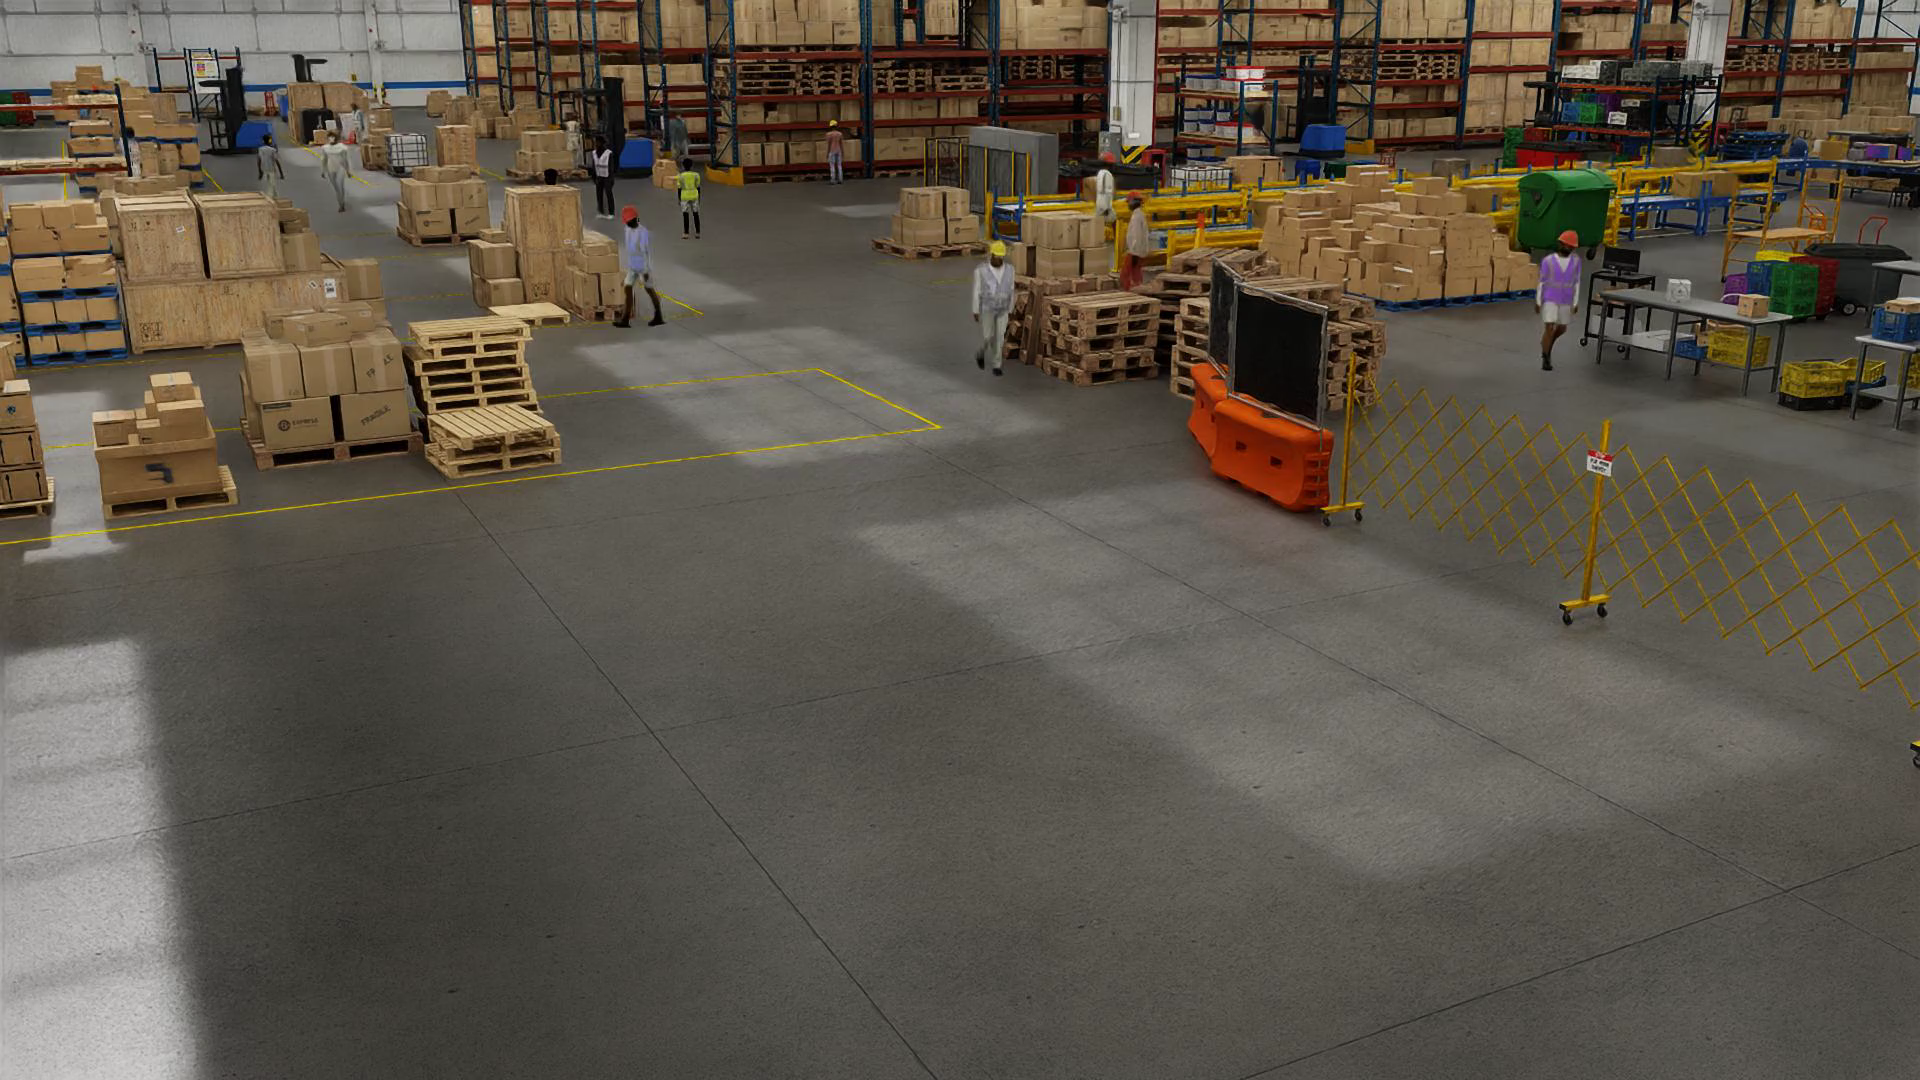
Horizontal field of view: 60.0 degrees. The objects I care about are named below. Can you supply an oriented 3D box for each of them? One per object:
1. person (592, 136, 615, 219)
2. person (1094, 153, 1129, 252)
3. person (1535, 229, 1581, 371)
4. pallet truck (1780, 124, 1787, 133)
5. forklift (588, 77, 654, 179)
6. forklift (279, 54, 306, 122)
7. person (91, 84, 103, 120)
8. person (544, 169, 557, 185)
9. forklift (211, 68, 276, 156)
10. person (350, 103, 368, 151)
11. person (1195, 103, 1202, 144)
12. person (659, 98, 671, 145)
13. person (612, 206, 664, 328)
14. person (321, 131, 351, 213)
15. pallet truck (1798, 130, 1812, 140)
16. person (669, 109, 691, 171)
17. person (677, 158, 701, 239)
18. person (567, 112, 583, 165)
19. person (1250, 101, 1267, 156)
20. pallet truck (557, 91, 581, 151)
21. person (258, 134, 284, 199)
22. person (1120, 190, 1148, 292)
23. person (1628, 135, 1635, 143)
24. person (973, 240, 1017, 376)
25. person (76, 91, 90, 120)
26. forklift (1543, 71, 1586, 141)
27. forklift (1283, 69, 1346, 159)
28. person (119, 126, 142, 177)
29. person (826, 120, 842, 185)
[{"bbox_3d":[-8.286,-8.426,38.680,0.610,1.907,0.418,8,20,24],"label":"person"},{"bbox_3d":[2.973,-6.719,33.218,1.091,1.977,0.620,-7,19,-20],"label":"person"},{"bbox_3d":[8.127,-3.296,22.689,0.577,1.907,0.644,0,18,0],"label":"person"},{"bbox_3d":[25.206,-12.542,52.601,1.601,1.201,0.680,0,18,-2],"label":"pallet truck"},{"bbox_3d":[-9.901,-11.889,47.898,1.873,2.768,1.129,-9,20,-26],"label":"forklift"},{"bbox_3d":[-27.992,-19.202,70.697,1.873,2.768,1.129,-9,20,-26],"label":"forklift"},{"bbox_3d":[-33.290,-16.718,64.559,0.760,1.892,0.547,-10,20,-27],"label":"person"},{"bbox_3d":[-7.389,-5.781,30.332,0.607,1.966,0.367,12,21,33],"label":"person"},{"bbox_3d":[-23.898,-14.202,55.110,1.873,2.768,1.129,-4,18,-11],"label":"forklift"},{"bbox_3d":[-20.630,-14.219,57.196,0.554,1.613,0.542,10,20,29],"label":"person"},{"bbox_3d":[8.125,-14.065,56.707,0.526,1.618,0.367,2,18,5],"label":"person"},{"bbox_3d":[-9.601,-13.421,54.188,0.342,1.942,0.552,-9,20,-26],"label":"person"},{"bbox_3d":[-4.988,-4.177,25.494,0.595,1.860,0.990,14,23,38],"label":"person"},{"bbox_3d":[-14.996,-8.814,39.859,0.651,1.915,0.719,2,18,5],"label":"person"},{"bbox_3d":[25.526,-11.556,49.408,1.630,1.274,0.653,-9,20,-26],"label":"pallet truck"},{"bbox_3d":[-8.333,-11.782,49.165,0.646,1.897,0.867,-15,23,-39],"label":"person"},{"bbox_3d":[-5.752,-7.248,35.341,0.535,1.697,0.318,-9,20,-26],"label":"person"},{"bbox_3d":[-12.048,-12.476,51.776,0.522,1.620,0.675,8,19,24],"label":"person"},{"bbox_3d":[9.705,-13.255,53.632,0.706,1.971,0.632,12,21,32],"label":"person"},{"bbox_3d":[-13.495,-14.412,57.188,0.823,1.965,1.885,-3,18,-9],"label":"pallet truck"},{"bbox_3d":[-16.685,-8.907,40.326,0.554,1.810,0.994,6,19,19],"label":"person"},{"bbox_3d":[2.763,-4.629,26.764,0.618,1.948,0.671,5,18,15],"label":"person"},{"bbox_3d":[24.138,-15.108,59.732,0.315,1.767,0.535,3,18,9],"label":"person"},{"bbox_3d":[0.465,-3.104,22.228,0.586,1.814,0.457,-6,19,-17],"label":"person"},{"bbox_3d":[-33.457,-16.280,63.516,0.540,1.675,0.369,2,18,6],"label":"person"},{"bbox_3d":[18.685,-13.231,52.085,1.873,2.768,1.129,-9,20,-26],"label":"forklift"},{"bbox_3d":[11.615,-13.871,54.079,1.129,2.768,1.873,-9,20,-27],"label":"forklift"},{"bbox_3d":[-21.311,-9.719,42.832,0.441,1.823,0.628,-1,18,-2],"label":"person"},{"bbox_3d":[-3.497,-10.764,46.206,0.518,1.757,0.339,-14,23,-37],"label":"person"}]
